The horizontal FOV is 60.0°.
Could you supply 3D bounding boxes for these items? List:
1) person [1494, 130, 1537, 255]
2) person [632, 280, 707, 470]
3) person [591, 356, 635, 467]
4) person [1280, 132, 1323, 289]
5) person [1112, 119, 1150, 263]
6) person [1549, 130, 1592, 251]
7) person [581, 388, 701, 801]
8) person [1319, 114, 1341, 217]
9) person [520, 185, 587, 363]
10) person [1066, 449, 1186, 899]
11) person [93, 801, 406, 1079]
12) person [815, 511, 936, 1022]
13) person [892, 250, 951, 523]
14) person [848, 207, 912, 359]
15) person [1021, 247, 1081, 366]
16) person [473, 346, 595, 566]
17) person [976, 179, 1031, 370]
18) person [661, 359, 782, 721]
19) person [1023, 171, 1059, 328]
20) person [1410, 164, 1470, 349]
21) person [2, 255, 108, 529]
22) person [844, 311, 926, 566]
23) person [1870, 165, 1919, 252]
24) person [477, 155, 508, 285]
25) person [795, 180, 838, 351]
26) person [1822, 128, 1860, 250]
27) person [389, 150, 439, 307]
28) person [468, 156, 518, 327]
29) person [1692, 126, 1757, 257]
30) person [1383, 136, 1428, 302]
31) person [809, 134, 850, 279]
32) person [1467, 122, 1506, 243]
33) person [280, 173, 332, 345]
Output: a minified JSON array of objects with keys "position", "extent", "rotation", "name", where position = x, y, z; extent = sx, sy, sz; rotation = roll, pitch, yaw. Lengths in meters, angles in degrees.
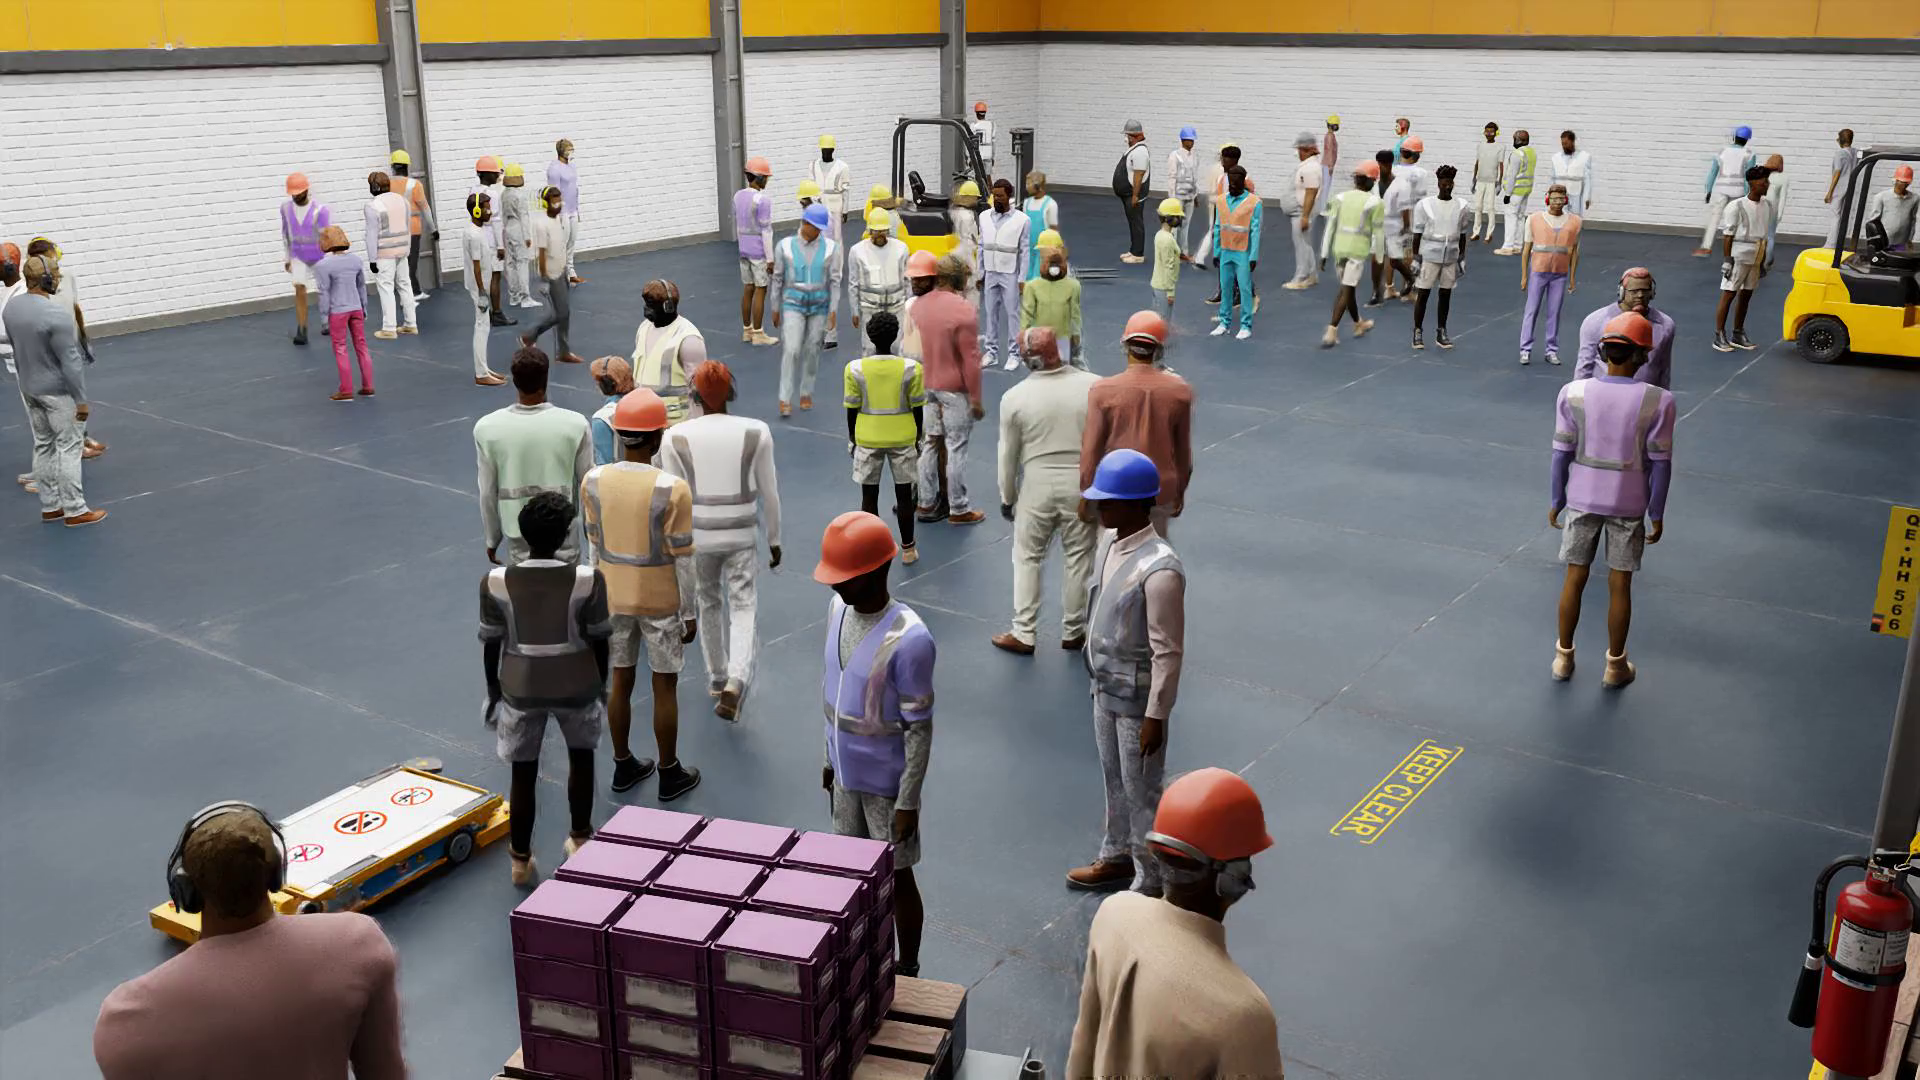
[{"position":[8.304,-5.174,24.790],"extent":[0.429,1.830,0.636],"rotation":[16,24,41],"name":"person"},{"position":[-1.958,-0.826,11.164],"extent":[0.623,1.845,0.430],"rotation":[17,24,42],"name":"person"},{"position":[-1.976,-0.277,9.776],"extent":[0.307,1.638,0.511],"rotation":[6,19,18],"name":"person"},{"position":[4.494,-4.307,21.728],"extent":[0.630,2.000,0.700],"rotation":[3,18,9],"name":"person"},{"position":[2.470,-5.051,24.054],"extent":[0.535,2.000,0.681],"rotation":[0,18,-1],"name":"person"},{"position":[8.914,-5.028,24.262],"extent":[0.621,1.878,0.804],"rotation":[12,21,33],"name":"person"},{"position":[-1.438,0.258,7.642],"extent":[0.539,1.929,0.388],"rotation":[5,18,16],"name":"person"},{"position":[6.526,-6.598,29.338],"extent":[0.308,1.769,0.525],"rotation":[3,18,8],"name":"person"},{"position":[-4.214,-2.707,17.050],"extent":[0.552,1.845,0.531],"rotation":[2,18,5],"name":"person"},{"position":[0.661,0.584,6.580],"extent":[0.397,1.946,0.617],"rotation":[-5,19,-16],"name":"person"},{"position":[-1.545,1.491,3.777],"extent":[0.636,1.933,0.369],"rotation":[-15,23,-40],"name":"person"},{"position":[-0.328,0.816,5.886],"extent":[0.370,1.928,0.543],"rotation":[-14,23,-38],"name":"person"},{"position":[-0.259,-1.090,11.826],"extent":[0.352,1.939,0.552],"rotation":[-14,22,-37],"name":"person"},{"position":[-0.731,-2.159,15.374],"extent":[0.602,1.817,0.403],"rotation":[-5,18,-16],"name":"person"},{"position":[0.791,-1.759,14.498],"extent":[0.512,1.585,0.858],"rotation":[2,18,5],"name":"person"},{"position":[-2.154,-0.039,8.580],"extent":[0.597,1.914,0.372],"rotation":[-2,18,-7],"name":"person"},{"position":[0.434,-2.693,16.879],"extent":[0.593,1.920,0.391],"rotation":[10,20,27],"name":"person"},{"position":[-1.221,0.011,8.516],"extent":[0.609,1.863,0.785],"rotation":[-2,18,-6],"name":"person"},{"position":[0.859,-3.204,18.633],"extent":[0.405,1.817,0.548],"rotation":[-14,22,-37],"name":"person"},{"position":[5.151,-3.038,17.880],"extent":[0.613,1.965,0.361],"rotation":[-2,18,-5],"name":"person"},{"position":[-6.356,-1.029,11.666],"extent":[0.635,1.928,0.382],"rotation":[8,20,25],"name":"person"},{"position":[-0.485,-0.646,10.829],"extent":[0.535,1.700,0.318],"rotation":[-1,18,-3],"name":"person"},{"position":[11.299,-3.655,20.155],"extent":[0.573,1.746,0.345],"rotation":[0,18,0],"name":"person"},{"position":[-5.903,-4.037,21.334],"extent":[0.524,1.764,0.329],"rotation":[-10,20,-28],"name":"person"},{"position":[-1.538,-2.936,17.822],"extent":[0.407,1.814,0.601],"rotation":[-9,20,-27],"name":"person"},{"position":[13.163,-5.212,24.886],"extent":[0.504,1.840,0.345],"rotation":[-9,20,-27],"name":"person"},{"position":[-6.806,-3.842,20.512],"extent":[0.604,1.893,0.779],"rotation":[6,19,18],"name":"person"},{"position":[-5.416,-3.443,19.198],"extent":[0.376,1.934,0.548],"rotation":[-17,24,-42],"name":"person"},{"position":[11.349,-5.140,24.590],"extent":[0.647,1.902,0.740],"rotation":[13,22,34],"name":"person"},{"position":[5.572,-4.001,20.767],"extent":[0.372,2.044,0.607],"rotation":[-14,23,-38],"name":"person"},{"position":[-1.783,-4.510,22.542],"extent":[0.588,1.930,0.359],"rotation":[4,18,13],"name":"person"},{"position":[8.266,-5.611,26.107],"extent":[0.510,1.860,0.333],"rotation":[17,24,42],"name":"person"},{"position":[-7.169,-3.114,18.302],"extent":[0.587,1.865,1.001],"rotation":[0,18,0],"name":"person"}]
